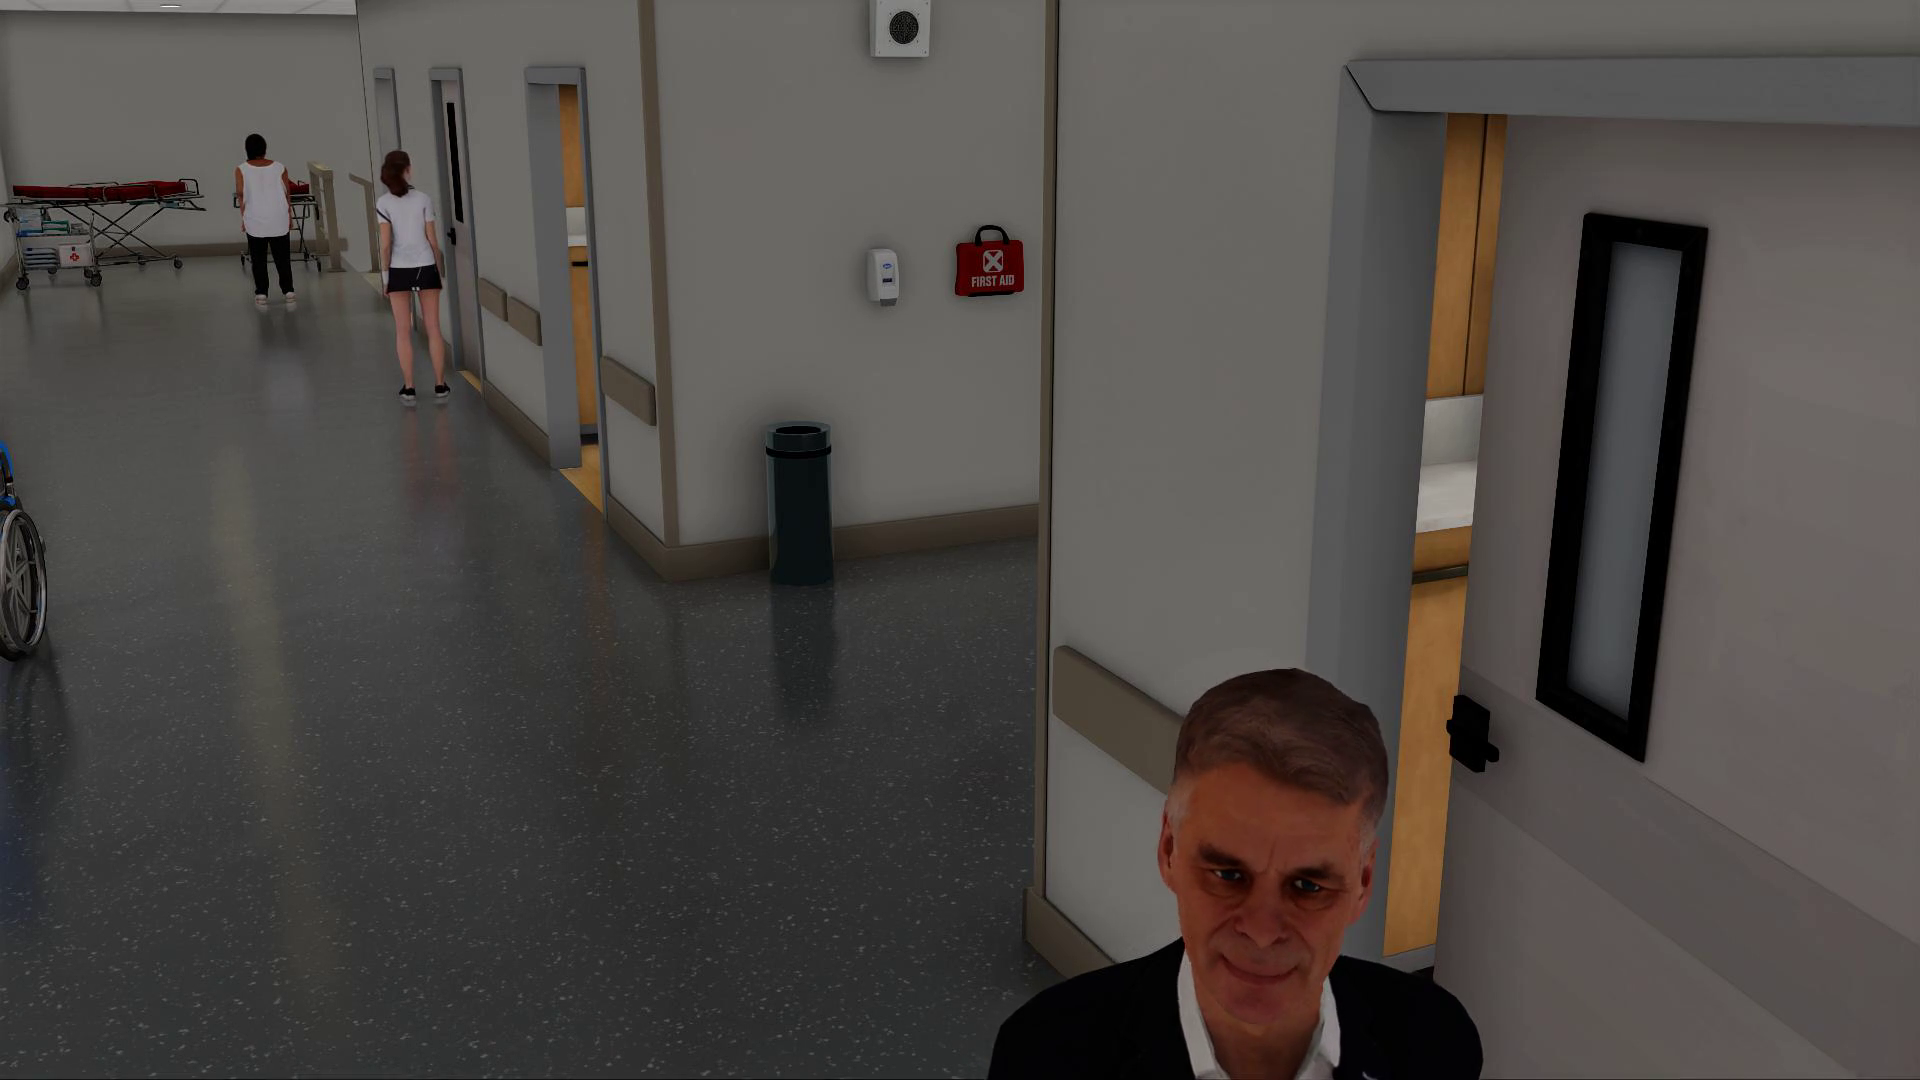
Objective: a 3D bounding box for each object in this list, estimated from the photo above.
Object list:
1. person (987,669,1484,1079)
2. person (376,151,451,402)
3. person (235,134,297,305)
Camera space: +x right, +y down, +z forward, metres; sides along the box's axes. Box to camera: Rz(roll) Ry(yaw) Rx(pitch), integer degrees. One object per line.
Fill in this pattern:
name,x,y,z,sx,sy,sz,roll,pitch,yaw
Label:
person,0.258,0.971,1.631,0.760,1.815,0.697,-2,16,-8
person,-3.913,-1.883,11.872,0.566,1.750,0.528,-6,17,-21
person,-7.046,-3.256,16.858,0.657,1.688,0.598,-8,18,-27
